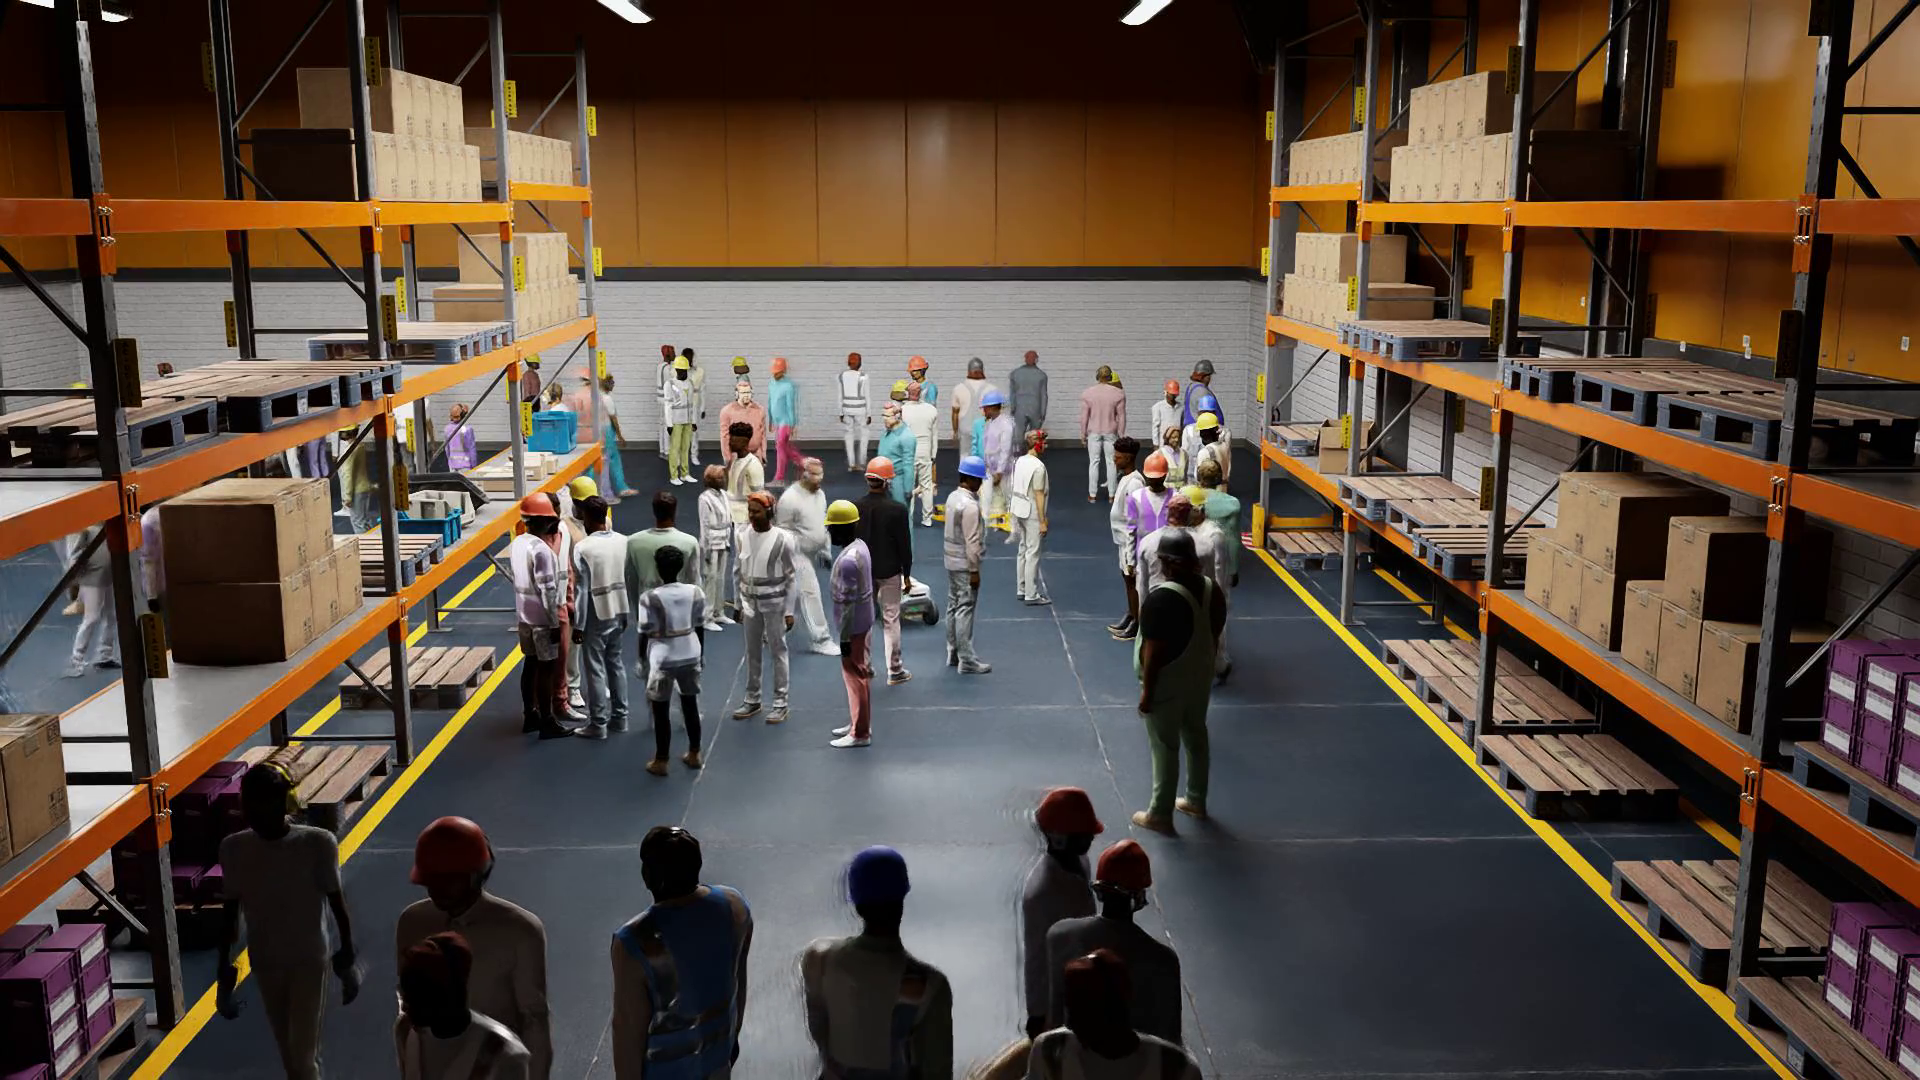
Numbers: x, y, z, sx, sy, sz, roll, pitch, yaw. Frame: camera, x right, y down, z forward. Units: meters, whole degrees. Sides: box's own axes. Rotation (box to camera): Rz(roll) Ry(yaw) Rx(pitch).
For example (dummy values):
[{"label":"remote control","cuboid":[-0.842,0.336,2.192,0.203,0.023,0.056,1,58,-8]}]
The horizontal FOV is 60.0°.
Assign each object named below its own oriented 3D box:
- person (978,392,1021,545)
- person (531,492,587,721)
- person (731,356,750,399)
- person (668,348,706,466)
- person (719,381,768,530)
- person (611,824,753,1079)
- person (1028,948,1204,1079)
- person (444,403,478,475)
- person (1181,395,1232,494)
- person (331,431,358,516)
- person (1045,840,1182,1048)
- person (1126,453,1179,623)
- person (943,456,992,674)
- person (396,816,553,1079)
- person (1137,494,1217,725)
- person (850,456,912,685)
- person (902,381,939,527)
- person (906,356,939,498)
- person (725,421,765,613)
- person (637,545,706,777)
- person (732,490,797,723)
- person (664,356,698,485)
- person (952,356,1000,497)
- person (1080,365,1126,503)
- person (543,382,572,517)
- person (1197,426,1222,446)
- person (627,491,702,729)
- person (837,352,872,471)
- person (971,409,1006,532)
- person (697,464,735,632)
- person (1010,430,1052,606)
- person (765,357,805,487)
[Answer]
[{"label":"person","cuboid":[0.410,-0.846,20.271,0.927,1.880,0.592,-9,14,-38]},{"label":"person","cuboid":[-3.274,0.555,13.194,0.407,1.909,0.592,5,12,24]},{"label":"person","cuboid":[-3.540,-2.108,26.972,0.321,1.737,0.485,0,11,-2]},{"label":"person","cuboid":[-4.391,-2.143,26.733,0.604,1.906,0.403,-3,12,-15]},{"label":"person","cuboid":[-2.765,-1.093,21.451,0.642,1.909,0.409,-7,13,-31]},{"label":"person","cuboid":[-1.073,1.958,6.312,0.429,1.845,0.626,9,15,39]},{"label":"person","cuboid":[0.501,2.151,5.336,0.604,1.855,0.859,3,12,16]},{"label":"person","cuboid":[-6.373,-0.928,21.297,0.514,1.641,0.307,7,13,30]},{"label":"person","cuboid":[2.872,-0.725,19.495,0.609,1.950,0.379,4,12,19]},{"label":"person","cuboid":[-8.294,-1.199,22.411,0.321,1.737,0.485,4,12,18]},{"label":"person","cuboid":[0.597,1.994,6.389,0.557,1.744,0.354,6,13,28]},{"label":"person","cuboid":[1.786,0.155,15.164,0.548,1.924,0.390,1,11,6]},{"label":"person","cuboid":[0.059,0.216,14.815,0.415,1.936,0.605,-3,12,-16]},{"label":"person","cuboid":[-1.771,1.941,6.047,0.616,1.986,0.407,3,12,14]},{"label":"person","cuboid":[1.714,0.581,13.087,0.646,1.901,0.400,6,13,28]},{"label":"person","cuboid":[-0.694,0.267,14.411,0.613,1.994,0.382,4,12,20]},{"label":"person","cuboid":[-0.595,-1.091,21.440,0.639,1.910,0.407,-6,13,-27]},{"label":"person","cuboid":[-0.563,-1.609,23.746,0.419,2.031,0.605,-8,14,-35]},{"label":"person","cuboid":[-2.199,-0.242,17.033,0.369,1.967,0.600,-6,13,-26]},{"label":"person","cuboid":[-2.093,0.875,12.123,0.540,1.691,0.320,-8,14,-36]},{"label":"person","cuboid":[-1.577,0.534,13.353,0.572,1.883,0.358,6,13,27]},{"label":"person","cuboid":[-4.155,-1.790,24.895,0.382,1.924,0.594,8,14,33]},{"label":"person","cuboid":[0.228,-1.610,23.703,0.689,2.000,0.651,0,11,0]},{"label":"person","cuboid":[2.004,-1.480,23.308,0.638,1.938,0.356,1,11,5]},{"label":"person","cuboid":[-5.086,-1.024,21.025,0.372,1.940,0.631,-2,11,-10]},{"label":"person","cuboid":[2.823,-0.484,18.829,0.353,1.737,0.571,6,13,27]},{"label":"person","cuboid":[-2.316,0.563,13.146,0.583,1.913,0.420,1,11,7]},{"label":"person","cuboid":[-1.639,-2.001,26.087,0.580,1.881,0.387,4,12,21]},{"label":"person","cuboid":[0.391,-0.979,21.290,0.563,1.743,0.350,6,13,26]},{"label":"person","cuboid":[-2.406,0.067,16.314,0.310,1.636,0.521,3,12,16]},{"label":"person","cuboid":[0.736,-0.233,17.322,0.394,1.836,0.560,-4,12,-19]},{"label":"person","cuboid":[-2.566,-1.750,24.704,0.701,1.929,0.655,-7,13,-32]}]
